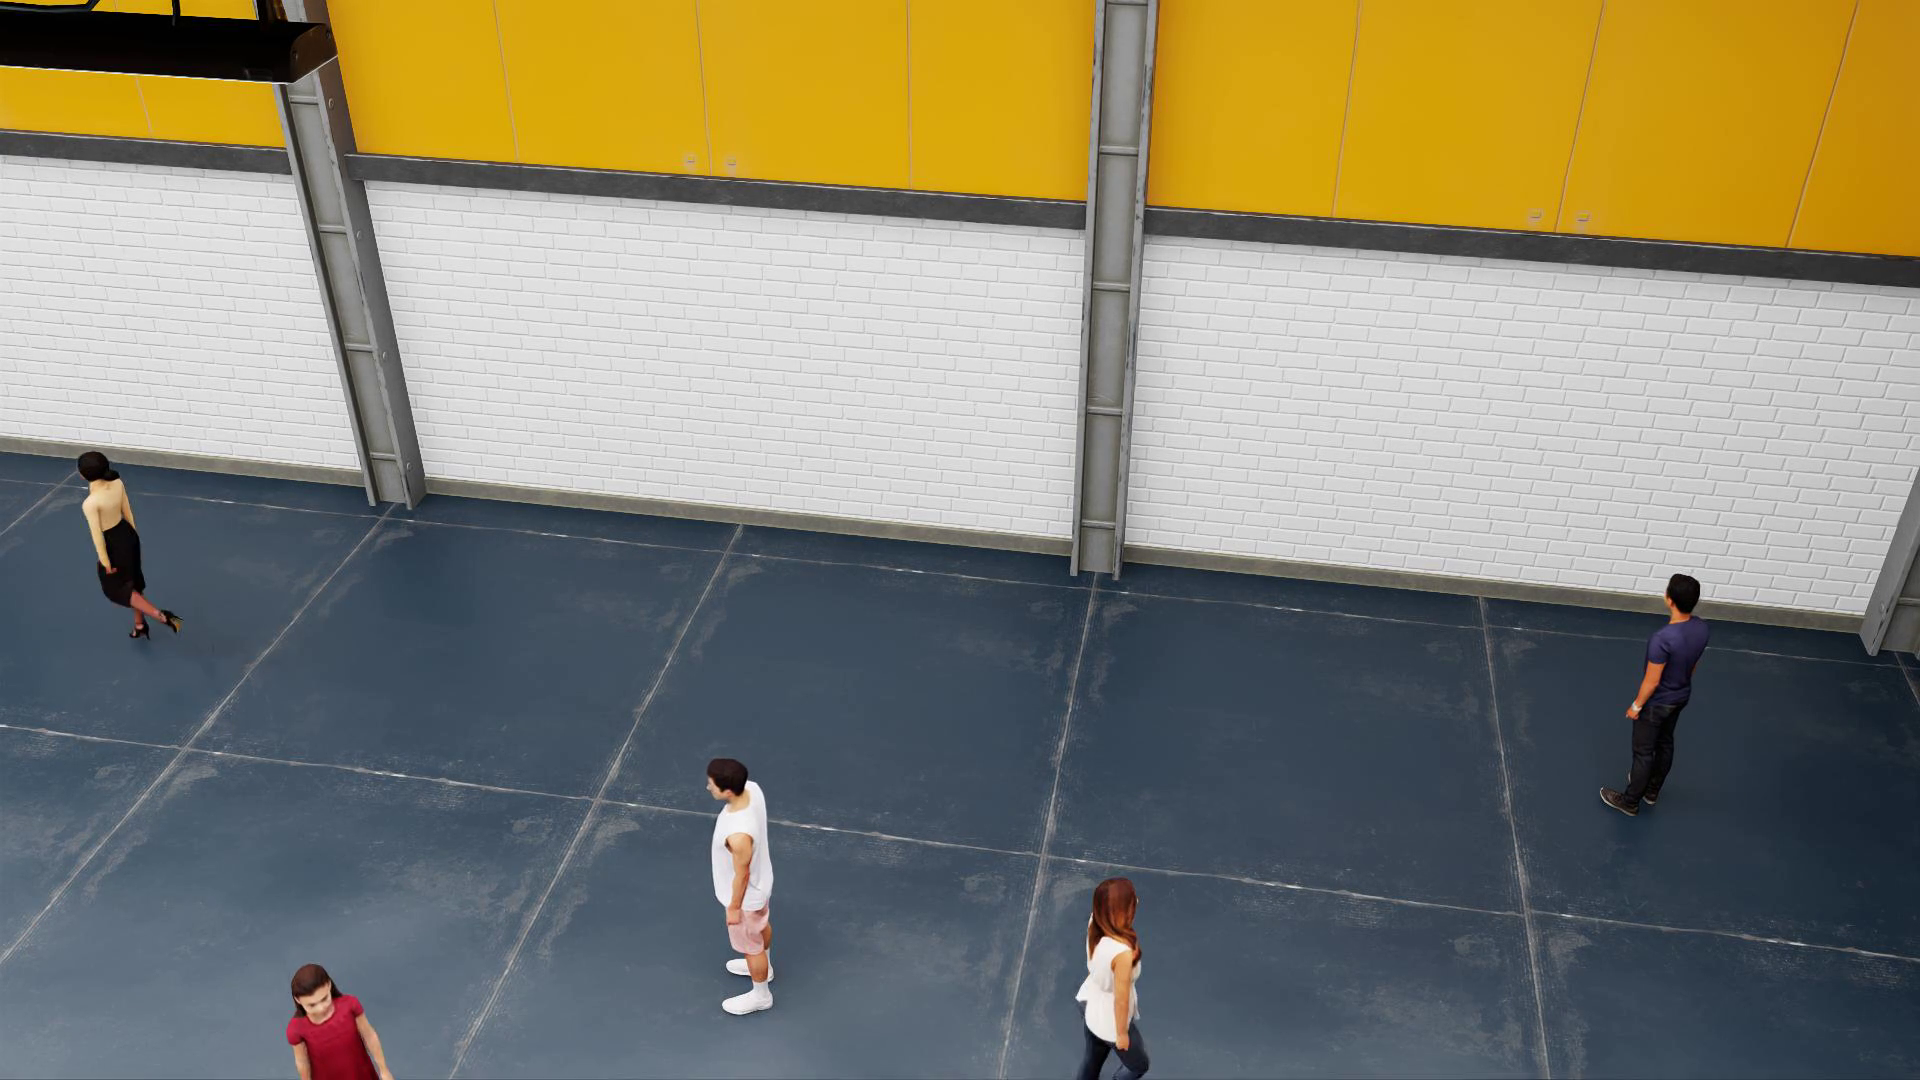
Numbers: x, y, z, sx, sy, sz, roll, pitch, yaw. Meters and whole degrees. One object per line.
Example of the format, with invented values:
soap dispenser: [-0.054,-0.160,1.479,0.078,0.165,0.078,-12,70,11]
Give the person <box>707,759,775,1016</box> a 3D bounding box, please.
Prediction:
person: [-1.183,1.901,9.229,0.624,1.784,0.672,0,34,0]

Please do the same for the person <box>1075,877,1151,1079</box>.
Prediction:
person: [0.672,2.416,8.461,0.721,1.777,0.709,-10,35,-15]

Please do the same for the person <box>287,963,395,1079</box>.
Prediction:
person: [-3.125,2.626,8.374,0.941,1.522,1.072,-26,41,-33]

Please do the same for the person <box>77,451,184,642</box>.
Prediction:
person: [-6.050,0.091,12.082,0.811,1.638,0.602,8,34,12]

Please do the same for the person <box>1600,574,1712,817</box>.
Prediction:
person: [4.476,1.003,10.581,0.693,1.783,0.777,-17,37,-24]
